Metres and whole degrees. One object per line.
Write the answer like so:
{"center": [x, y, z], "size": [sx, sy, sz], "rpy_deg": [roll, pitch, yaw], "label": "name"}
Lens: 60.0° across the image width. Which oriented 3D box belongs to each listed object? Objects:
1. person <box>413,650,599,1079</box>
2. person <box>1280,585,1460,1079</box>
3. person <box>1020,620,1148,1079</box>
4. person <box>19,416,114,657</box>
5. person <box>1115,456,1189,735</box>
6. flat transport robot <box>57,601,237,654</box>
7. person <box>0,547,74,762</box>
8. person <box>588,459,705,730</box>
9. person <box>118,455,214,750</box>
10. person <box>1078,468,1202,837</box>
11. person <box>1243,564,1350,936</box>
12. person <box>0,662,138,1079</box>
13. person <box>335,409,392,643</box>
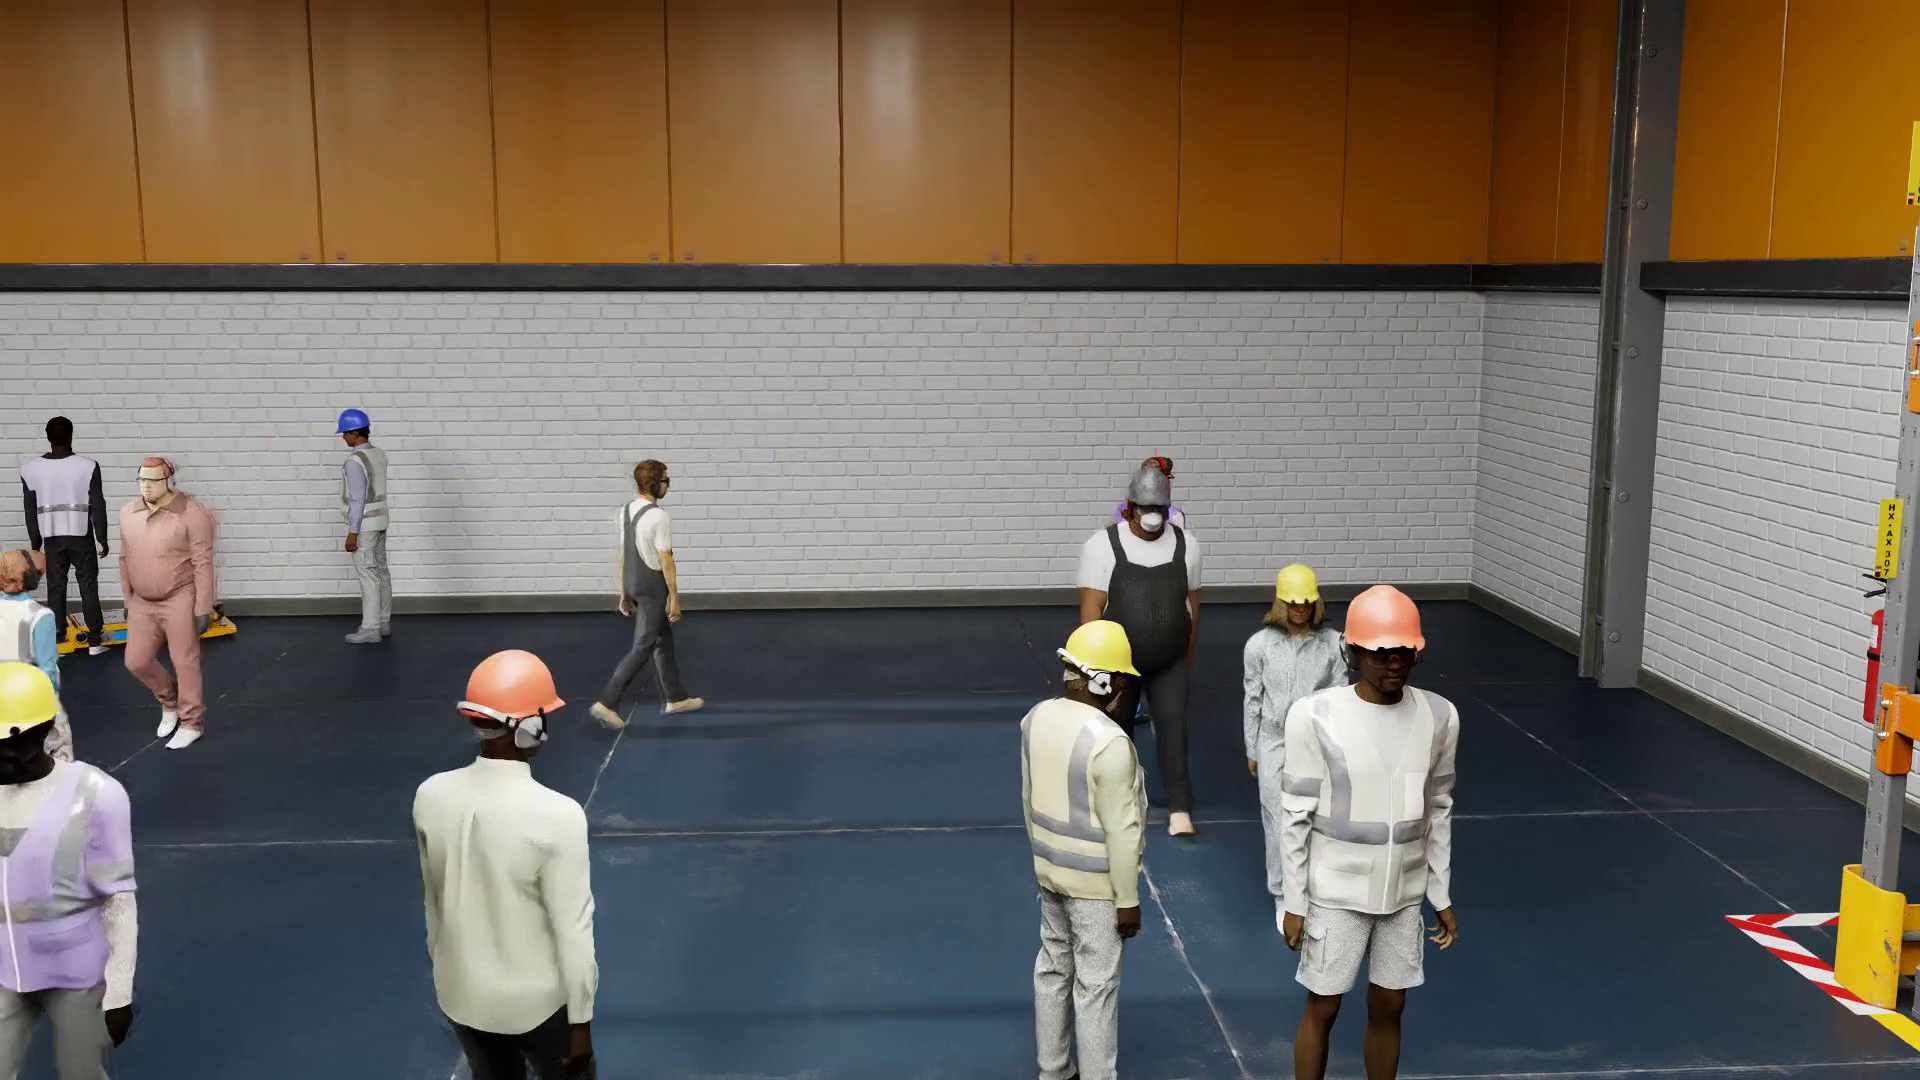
{"center": [-1.300, 1.297, 4.781], "size": [0.616, 1.979, 0.482], "rpy_deg": [4, 10, 24], "label": "person"}
{"center": [1.352, 1.152, 5.469], "size": [0.605, 2.045, 0.379], "rpy_deg": [-2, 9, -10], "label": "person"}
{"center": [0.461, 1.188, 5.946], "size": [0.404, 1.821, 0.587], "rpy_deg": [-5, 10, -30], "label": "person"}
{"center": [-7.103, -0.022, 13.241], "size": [0.589, 1.919, 0.393], "rpy_deg": [-2, 9, -15], "label": "person"}
{"center": [1.260, 0.369, 11.019], "size": [0.384, 1.842, 0.569], "rpy_deg": [-8, 12, -43], "label": "person"}
{"center": [-6.832, 0.711, 13.793], "size": [1.431, 0.197, 0.652], "rpy_deg": [-6, 11, -33], "label": "flat transport robot"}
{"center": [-4.971, 0.845, 8.765], "size": [0.520, 1.612, 0.771], "rpy_deg": [3, 10, 18], "label": "person"}
{"center": [-2.144, 0.358, 11.220], "size": [0.929, 1.813, 0.522], "rpy_deg": [-8, 12, -42], "label": "person"}
{"center": [-5.075, 0.401, 10.629], "size": [0.682, 1.898, 0.418], "rpy_deg": [1, 9, 9], "label": "person"}
{"center": [0.994, 0.587, 9.028], "size": [0.700, 2.000, 0.955], "rpy_deg": [0, 9, -3], "label": "person"}
{"center": [1.556, 0.947, 7.728], "size": [0.506, 1.725, 0.449], "rpy_deg": [0, 9, 2], "label": "person"}
{"center": [-2.767, 1.298, 4.963], "size": [0.630, 1.905, 0.570], "rpy_deg": [0, 9, 2], "label": "person"}
{"center": [-4.932, -0.121, 13.785], "size": [0.394, 1.942, 0.601], "rpy_deg": [0, 9, 1], "label": "person"}
